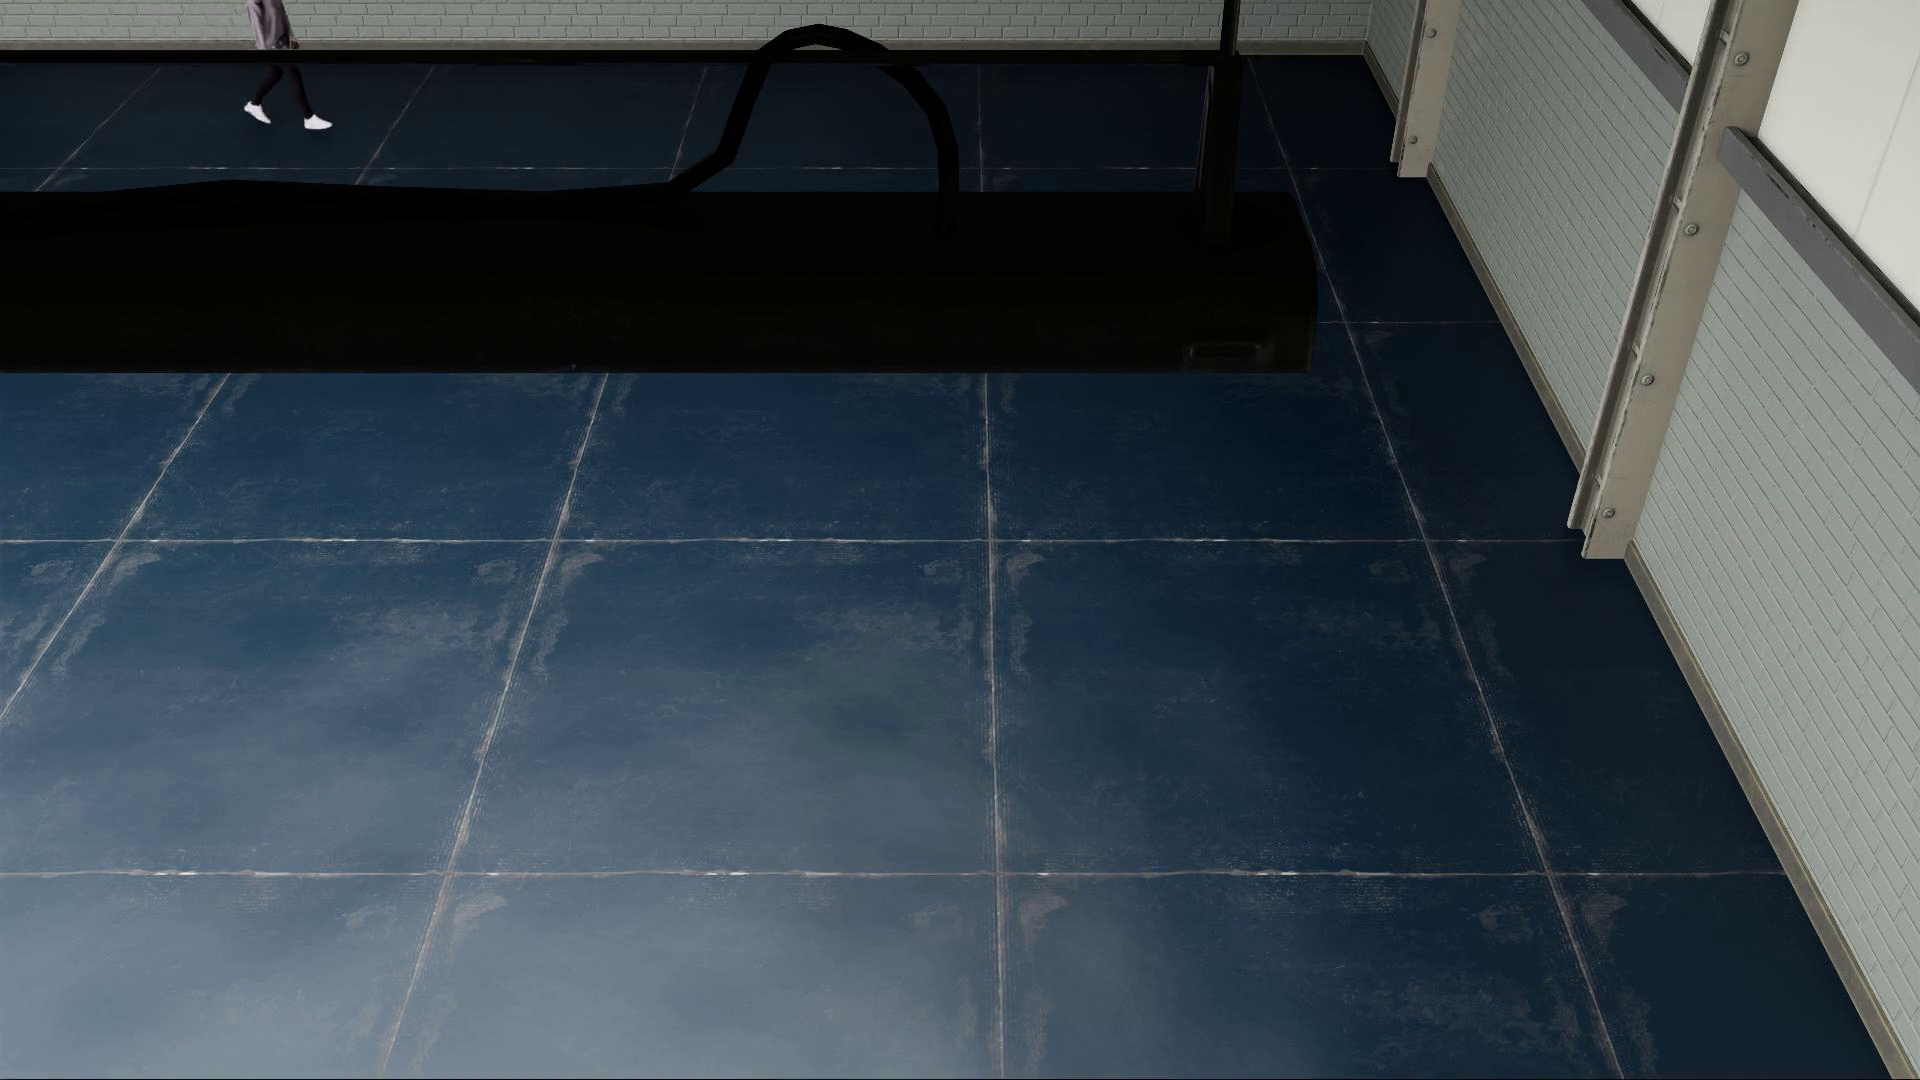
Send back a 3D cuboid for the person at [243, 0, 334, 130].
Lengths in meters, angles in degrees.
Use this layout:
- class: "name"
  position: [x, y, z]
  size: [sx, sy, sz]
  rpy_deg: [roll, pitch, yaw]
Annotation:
- class: "person"
  position: [-6.870, -4.908, 16.463]
  size: [0.736, 1.739, 1.083]
  rpy_deg: [2, 37, 2]
